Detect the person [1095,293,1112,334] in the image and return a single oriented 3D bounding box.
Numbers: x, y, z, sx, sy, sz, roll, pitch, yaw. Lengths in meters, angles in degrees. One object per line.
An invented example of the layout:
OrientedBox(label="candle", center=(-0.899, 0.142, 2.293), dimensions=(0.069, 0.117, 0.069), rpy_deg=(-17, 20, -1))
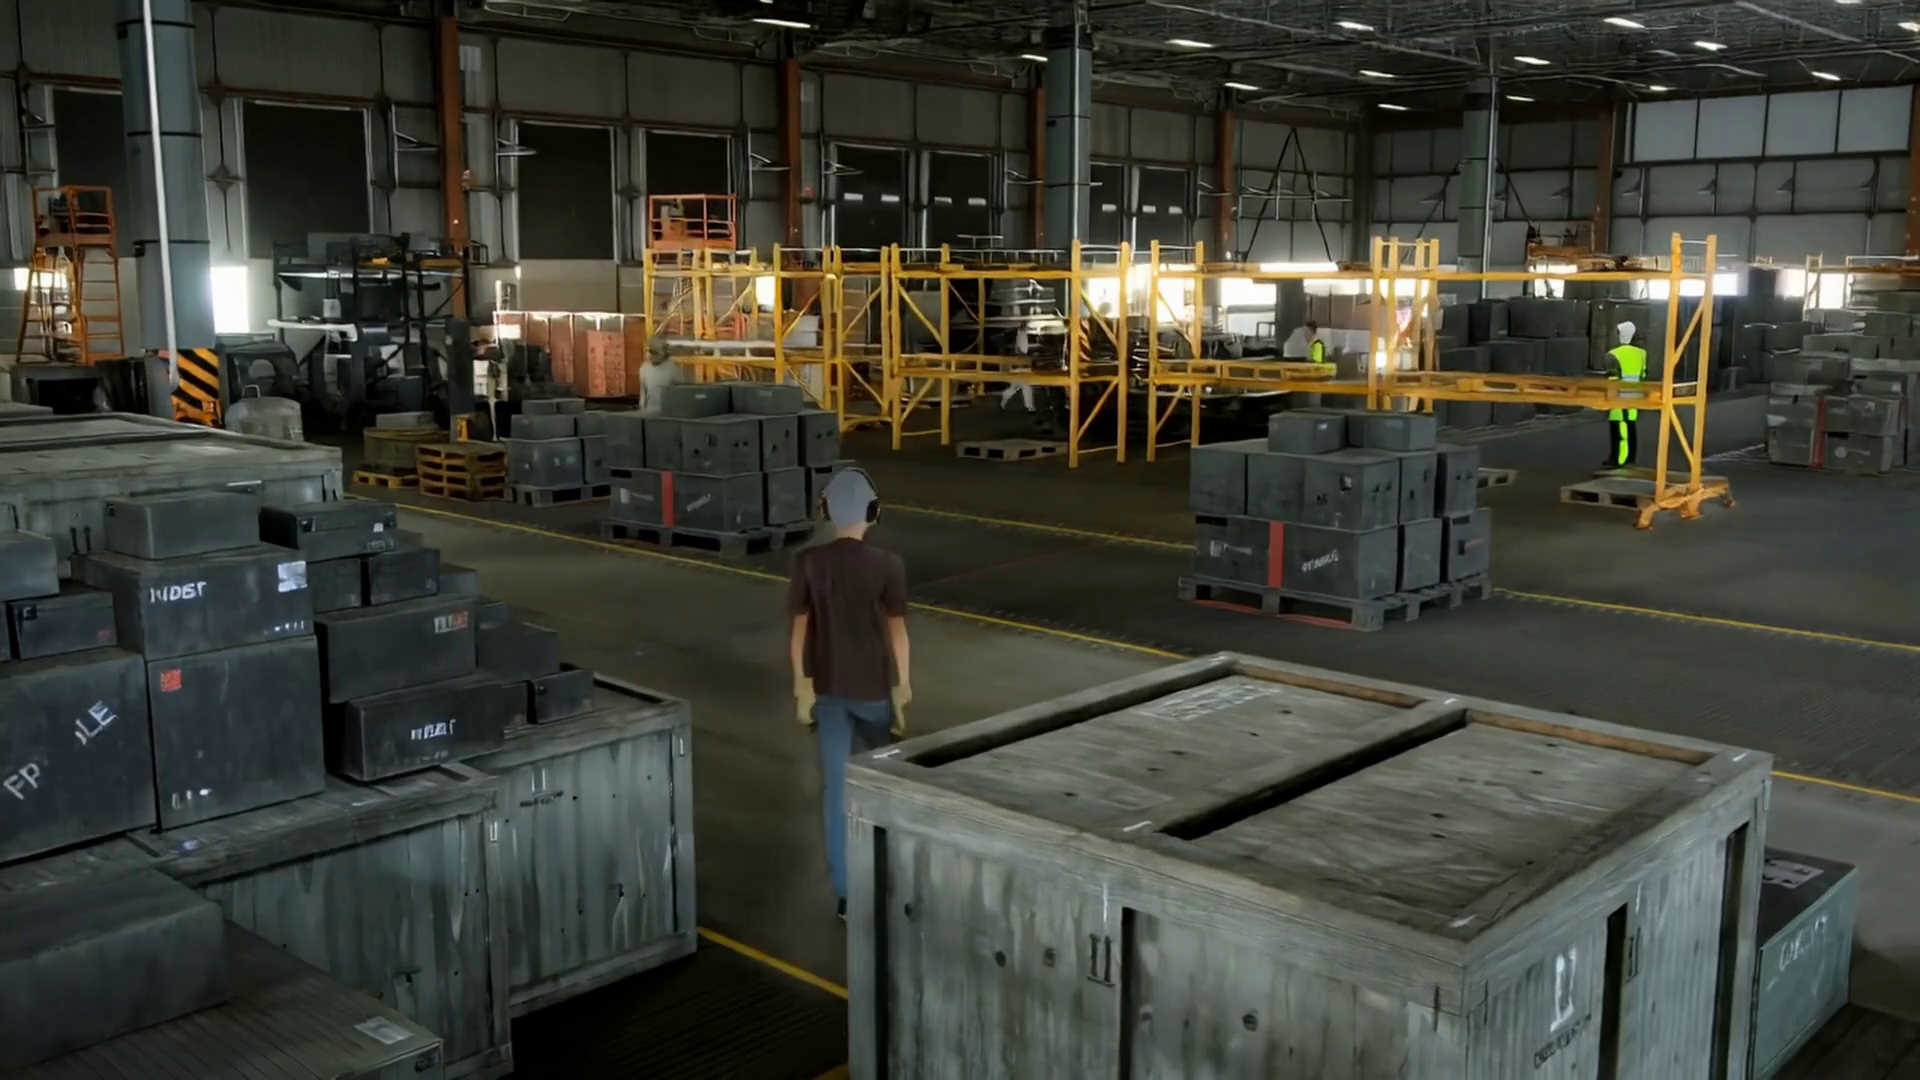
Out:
OrientedBox(label="person", center=(4.424, -6.659, 51.294), dimensions=(0.544, 1.929, 0.386), rpy_deg=(-1, 9, -4))

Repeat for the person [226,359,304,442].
OrientedBox(label="person", center=(-5.751, -0.541, 13.828), dimensions=(0.591, 1.915, 0.396), rpy_deg=(-3, 10, -17))

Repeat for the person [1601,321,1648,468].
OrientedBox(label="person", center=(8.853, -1.935, 22.204), dimensions=(0.613, 1.962, 0.361), rpy_deg=(-2, 9, -10))

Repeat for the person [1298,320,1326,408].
OrientedBox(label="person", center=(5.419, -2.459, 25.738), dimensions=(1.022, 1.861, 0.617), rpy_deg=(0, 9, 1))

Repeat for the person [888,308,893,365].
OrientedBox(label="person", center=(-1.824, -5.284, 43.768), dimensions=(0.315, 1.634, 0.517), rpy_deg=(3, 10, 17))

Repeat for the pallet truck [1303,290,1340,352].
OrientedBox(label="pallet truck", center=(11.297, -6.951, 52.861), dimensions=(1.885, 1.965, 0.823), rpy_deg=(-5, 11, -29))

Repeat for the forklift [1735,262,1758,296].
OrientedBox(label="forklift", center=(20.861, -5.987, 44.255), dimensions=(1.873, 2.768, 1.129), rpy_deg=(7, 12, 36))

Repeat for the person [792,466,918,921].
OrientedBox(label="person", center=(-0.423, 0.623, 6.847), dimensions=(0.552, 1.857, 0.494), rpy_deg=(2, 9, 11))

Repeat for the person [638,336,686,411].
OrientedBox(label="person", center=(-3.370, -1.404, 19.150), dimensions=(0.650, 1.908, 0.789), rpy_deg=(4, 10, 24))

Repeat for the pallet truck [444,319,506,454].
OrientedBox(label="pallet truck", center=(-6.981, -1.942, 22.150), dimensions=(1.885, 1.965, 0.823), rpy_deg=(1, 9, 9))

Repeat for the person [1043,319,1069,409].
OrientedBox(label="person", center=(1.822, -3.322, 31.488), dimensions=(0.508, 1.713, 0.445), rpy_deg=(2, 9, 12))

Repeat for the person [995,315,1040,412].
OrientedBox(label="person", center=(1.062, -3.268, 30.881), dimensions=(0.776, 1.816, 0.564), rpy_deg=(1, 9, 3))

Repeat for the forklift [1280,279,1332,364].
OrientedBox(label="forklift", center=(8.964, -6.040, 44.578), dimensions=(1.873, 2.768, 1.129), rpy_deg=(5, 10, 28))

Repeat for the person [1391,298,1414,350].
OrientedBox(label="person", center=(12.141, -5.711, 45.698), dimensions=(0.766, 1.852, 0.644), rpy_deg=(-7, 12, -36))
